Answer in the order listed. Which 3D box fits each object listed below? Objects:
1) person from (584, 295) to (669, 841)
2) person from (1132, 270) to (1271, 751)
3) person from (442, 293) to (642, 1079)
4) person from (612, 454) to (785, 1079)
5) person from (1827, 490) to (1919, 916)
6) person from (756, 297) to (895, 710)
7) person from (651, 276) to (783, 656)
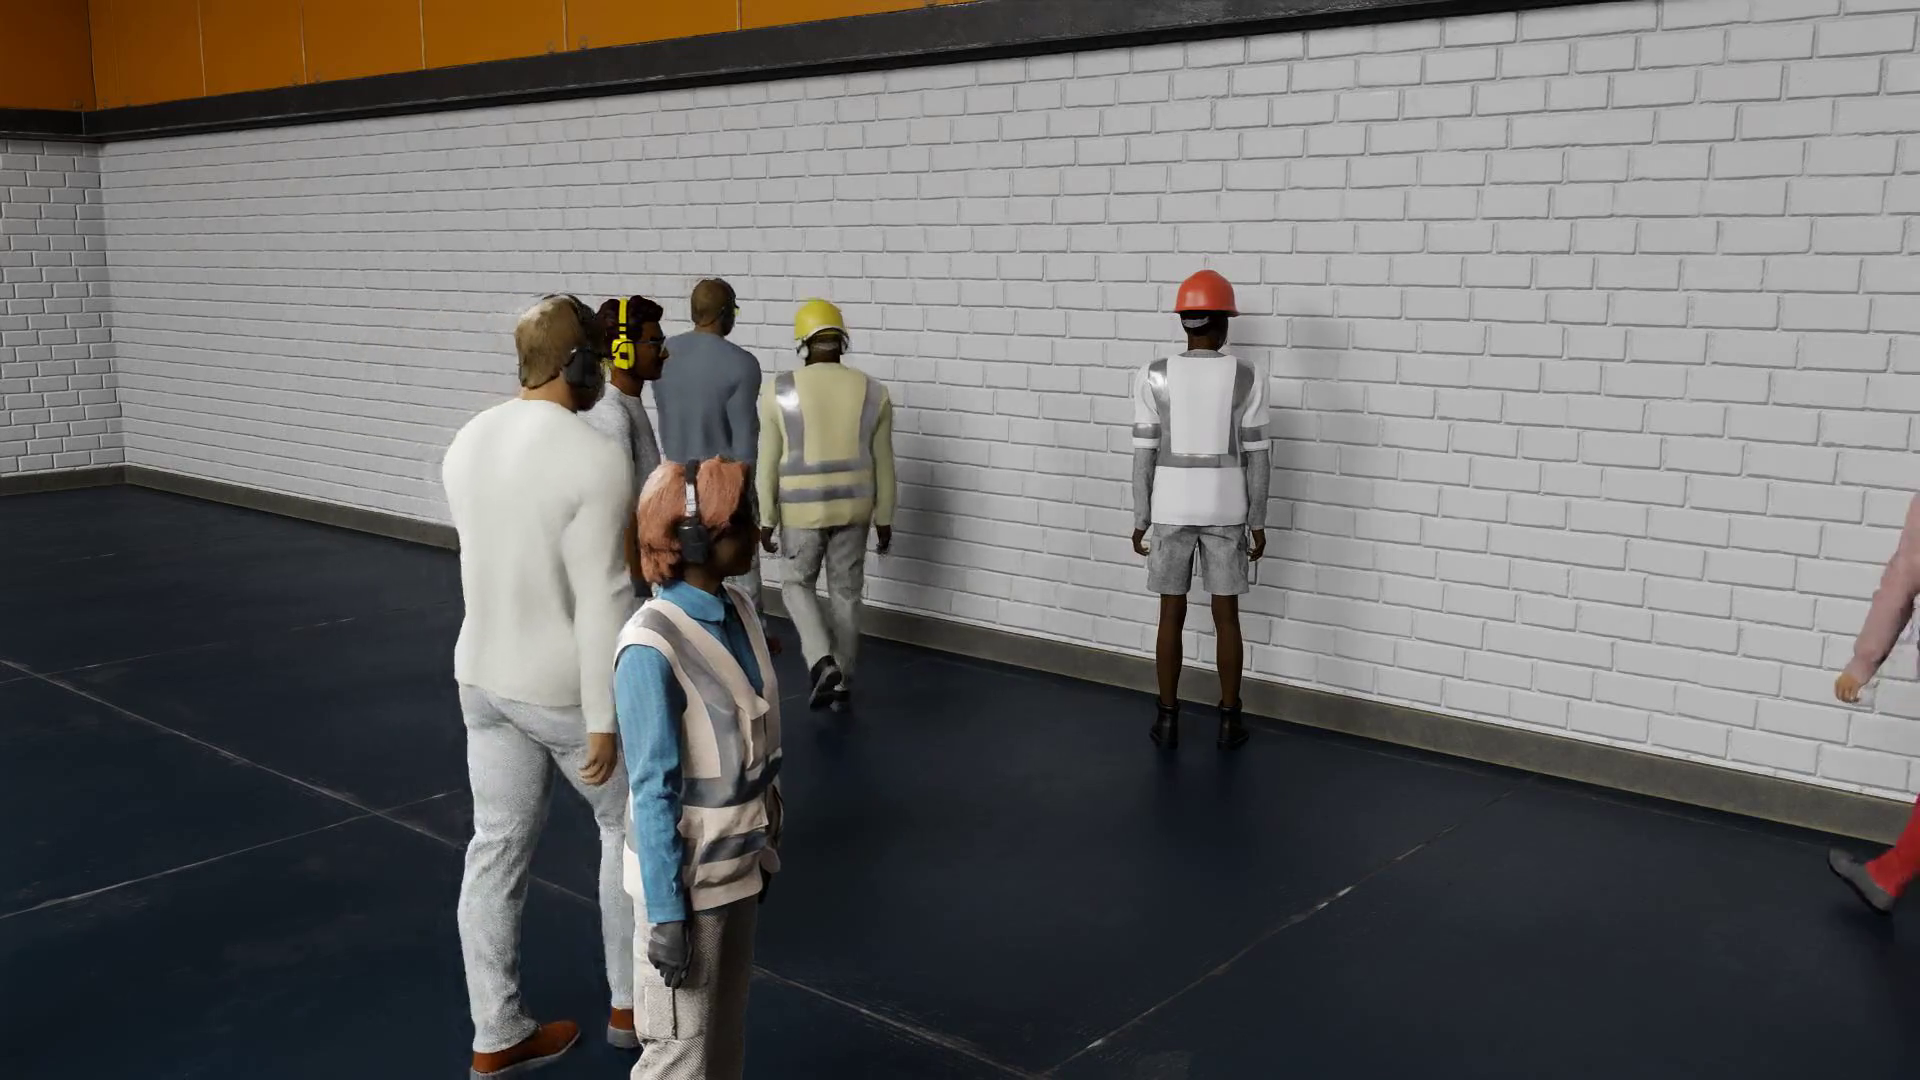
[{"bbox_3d":[-1.065,0.135,5.500,0.314,1.872,0.516,-3,10,-15],"label":"person"},{"bbox_3d":[0.968,-0.114,6.729,0.550,1.933,0.370,1,10,8],"label":"person"},{"bbox_3d":[-0.960,0.355,4.128,0.647,1.908,0.768,6,12,32],"label":"person"},{"bbox_3d":[-0.492,0.656,3.192,0.306,1.638,0.523,2,10,11],"label":"person"},{"bbox_3d":[2.780,0.364,4.646,0.540,1.712,0.931,-3,10,-18],"label":"person"},{"bbox_3d":[-0.565,-0.128,7.151,0.614,1.812,0.502,-3,10,-18],"label":"person"},{"bbox_3d":[-1.211,-0.290,7.852,0.632,1.903,0.970,5,11,24],"label":"person"}]
